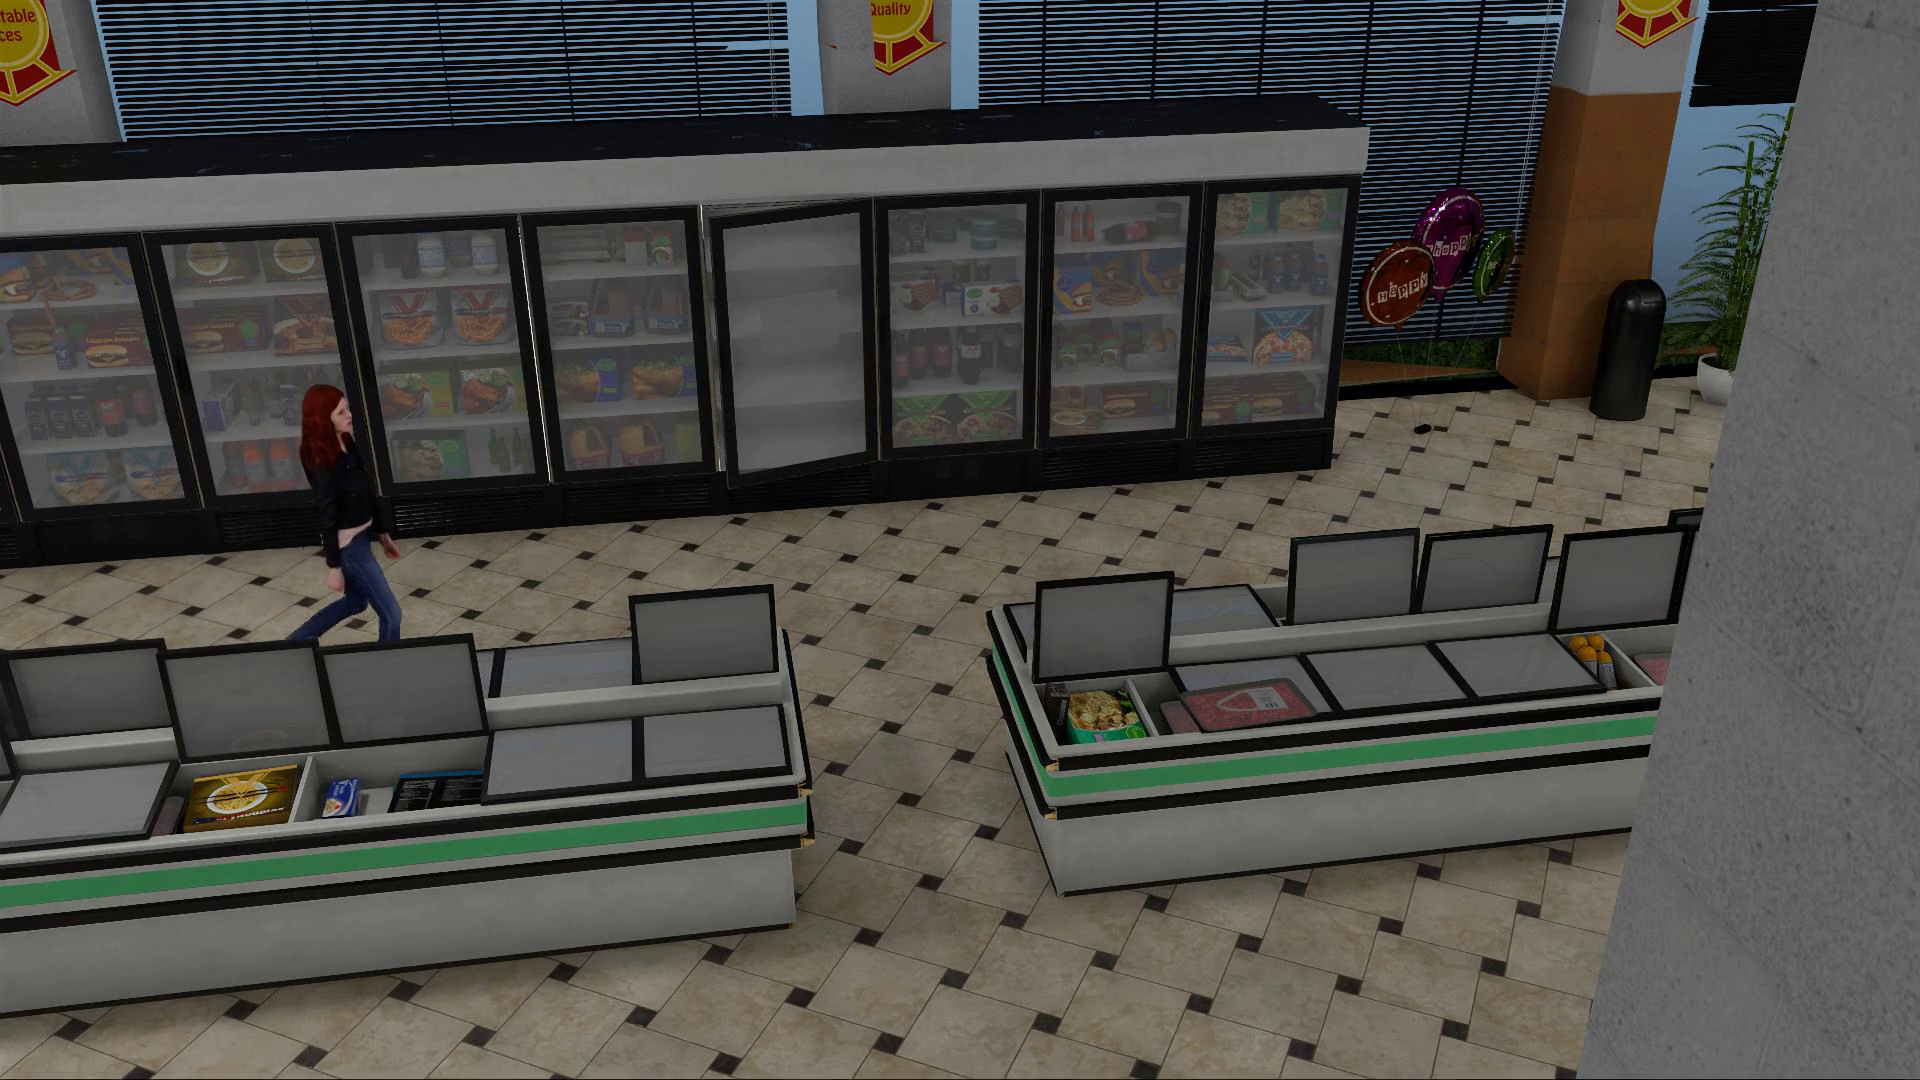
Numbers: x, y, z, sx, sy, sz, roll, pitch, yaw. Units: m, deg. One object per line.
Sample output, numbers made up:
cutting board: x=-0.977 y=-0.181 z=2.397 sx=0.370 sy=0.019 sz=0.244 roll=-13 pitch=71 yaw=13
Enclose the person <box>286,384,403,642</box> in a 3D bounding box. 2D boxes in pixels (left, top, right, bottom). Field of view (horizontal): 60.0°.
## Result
person: x=-3.076 y=0.075 z=8.170 sx=1.142 sy=1.757 sz=0.657 roll=-2 pitch=27 yaw=-3
